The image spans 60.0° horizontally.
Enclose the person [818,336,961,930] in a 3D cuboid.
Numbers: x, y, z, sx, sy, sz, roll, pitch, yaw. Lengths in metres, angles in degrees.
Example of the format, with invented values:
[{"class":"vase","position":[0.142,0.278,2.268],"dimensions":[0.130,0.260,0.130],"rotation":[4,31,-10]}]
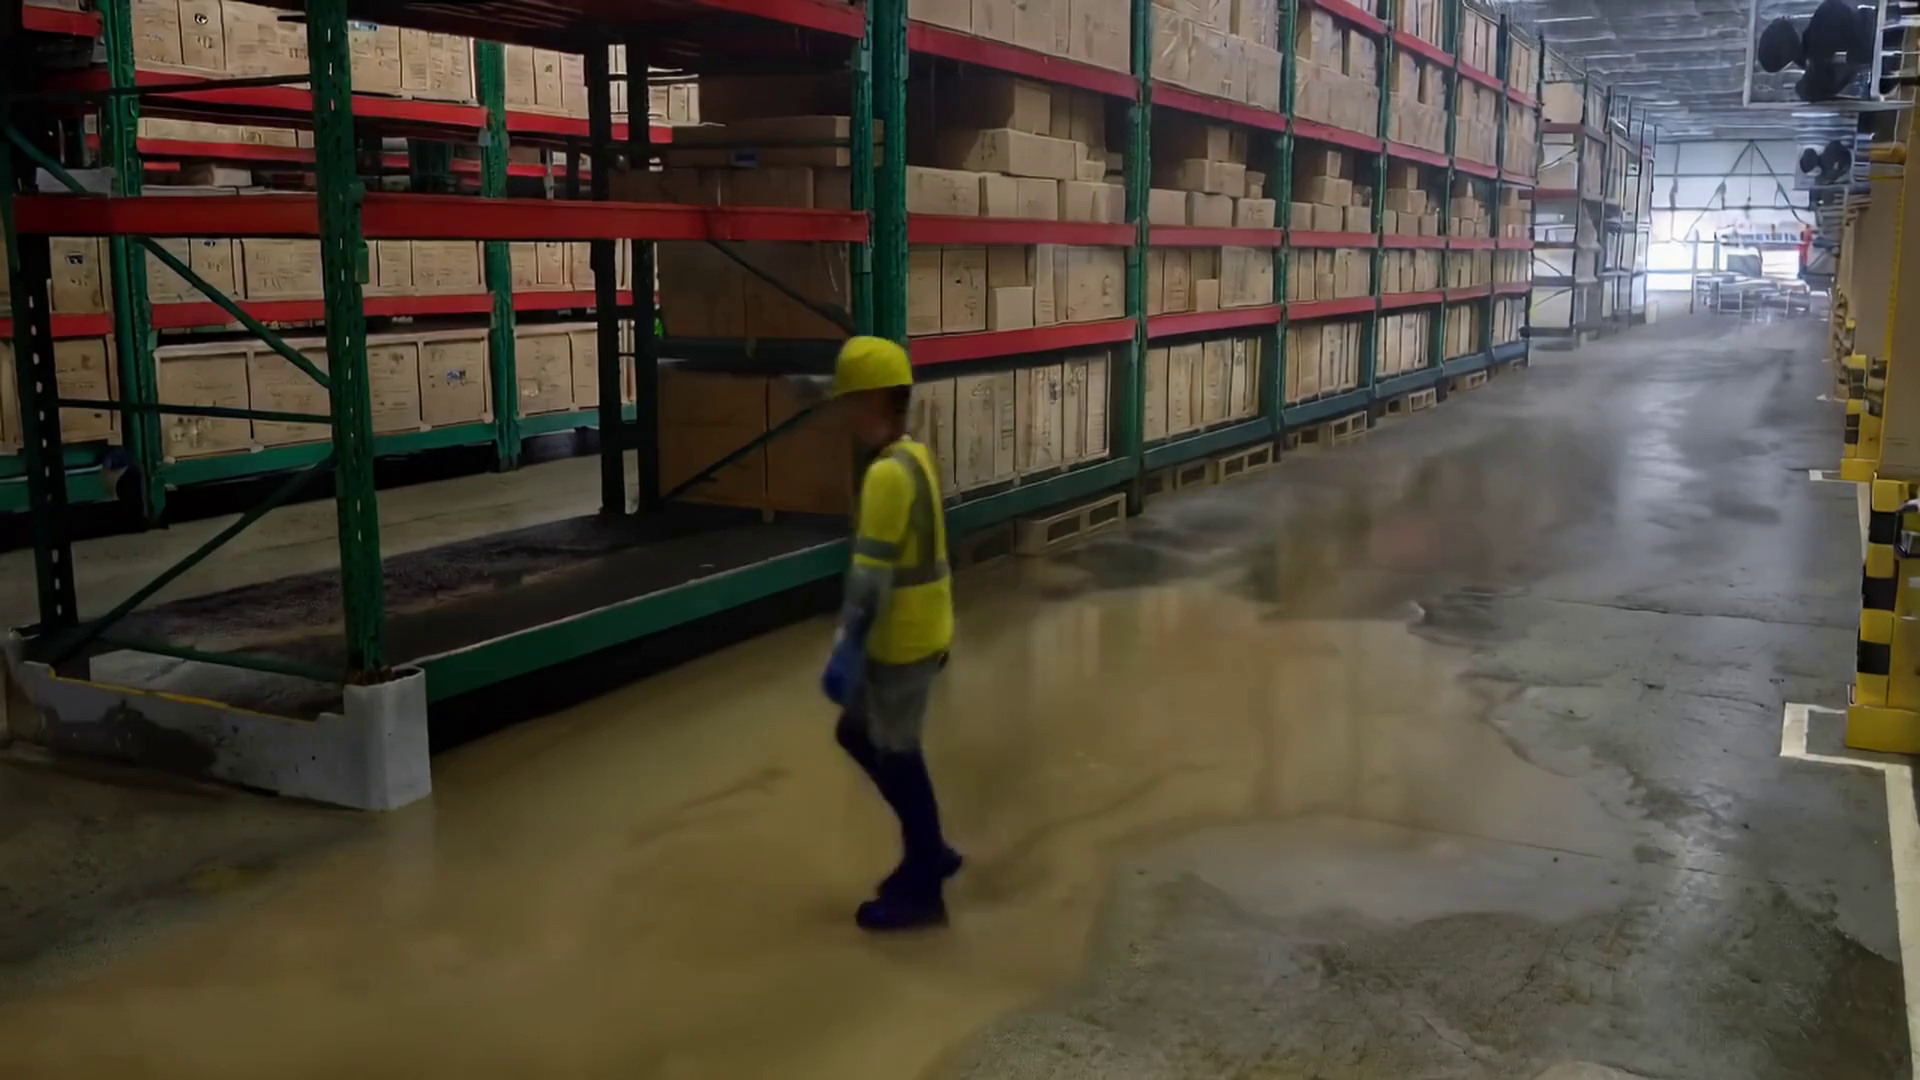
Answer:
[{"class":"person","position":[-0.225,0.312,5.323],"dimensions":[0.458,1.915,0.559],"rotation":[0,10,0]}]
